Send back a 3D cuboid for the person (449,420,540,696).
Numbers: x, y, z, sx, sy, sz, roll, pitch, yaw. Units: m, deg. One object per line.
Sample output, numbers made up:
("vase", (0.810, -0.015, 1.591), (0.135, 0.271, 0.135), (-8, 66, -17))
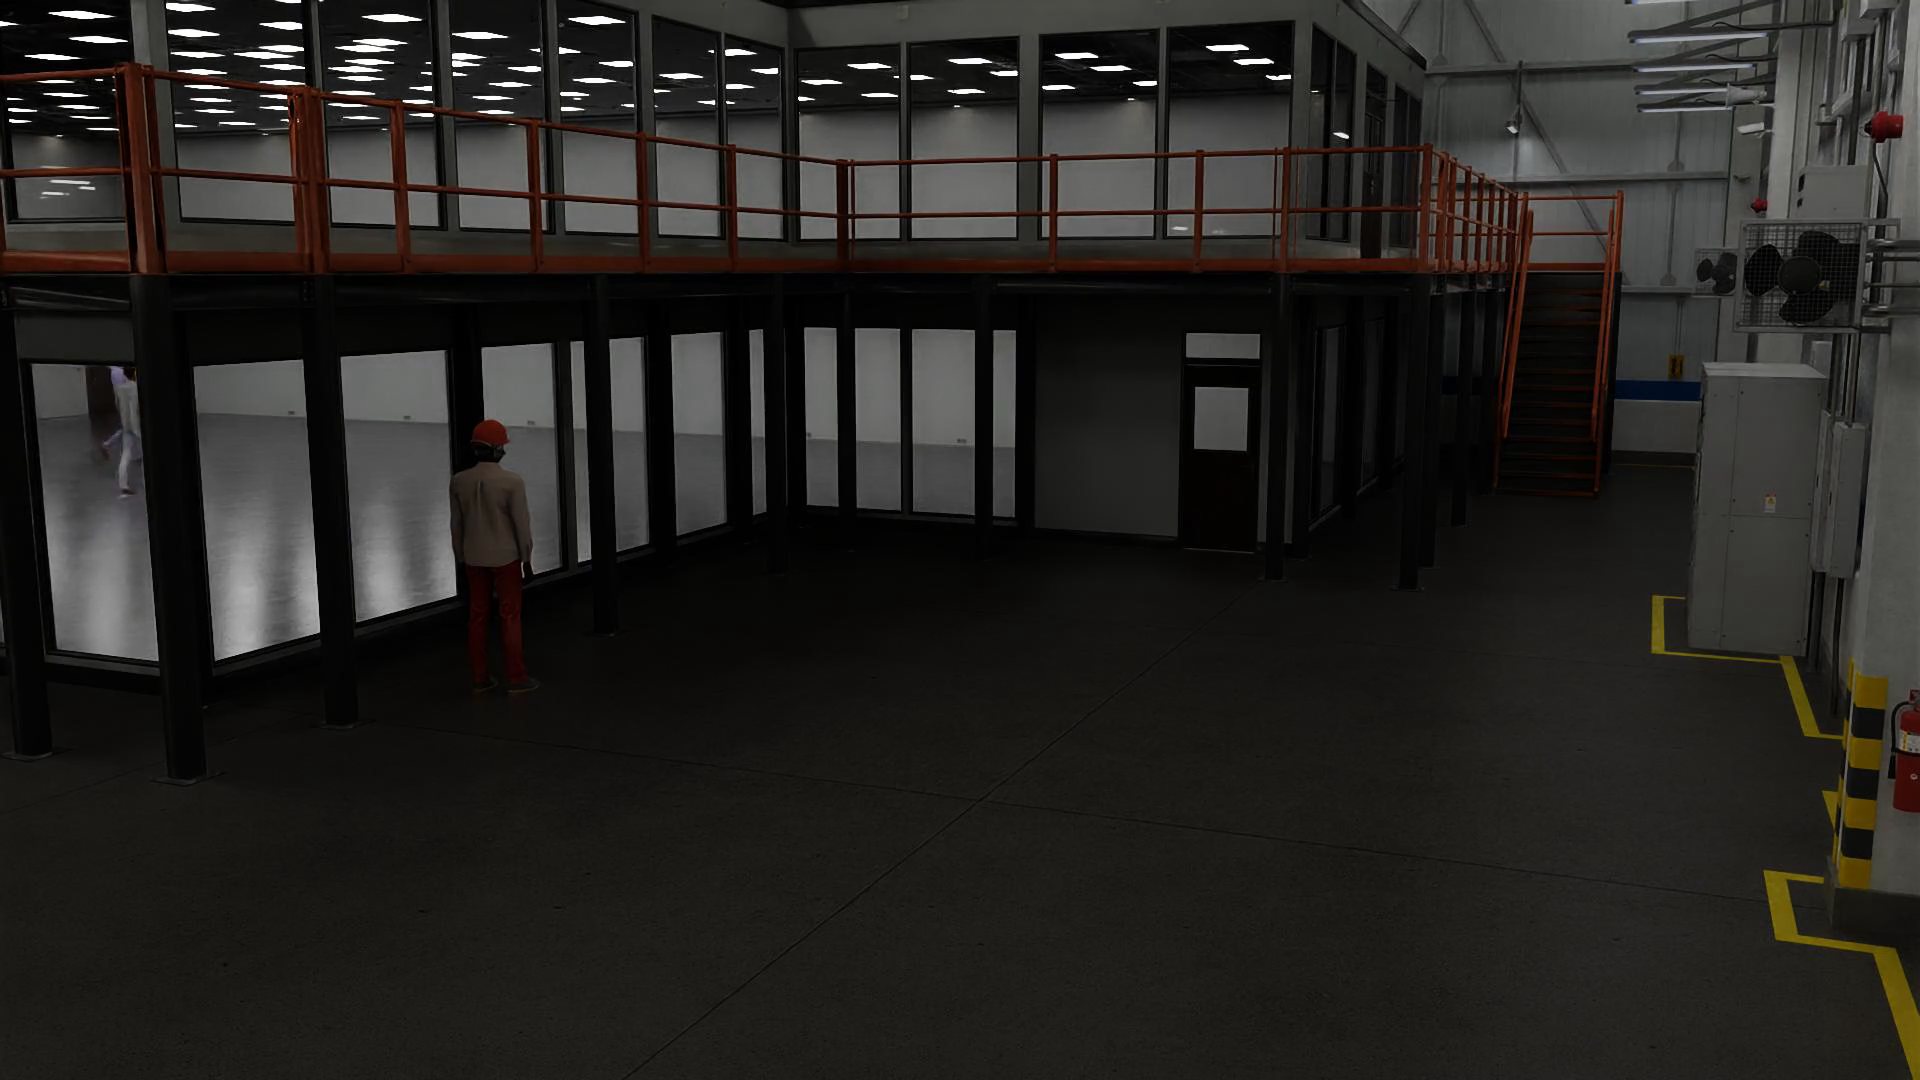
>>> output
("person", (-3.355, 0.132, 11.979), (0.610, 1.996, 0.379), (2, 9, 13))
